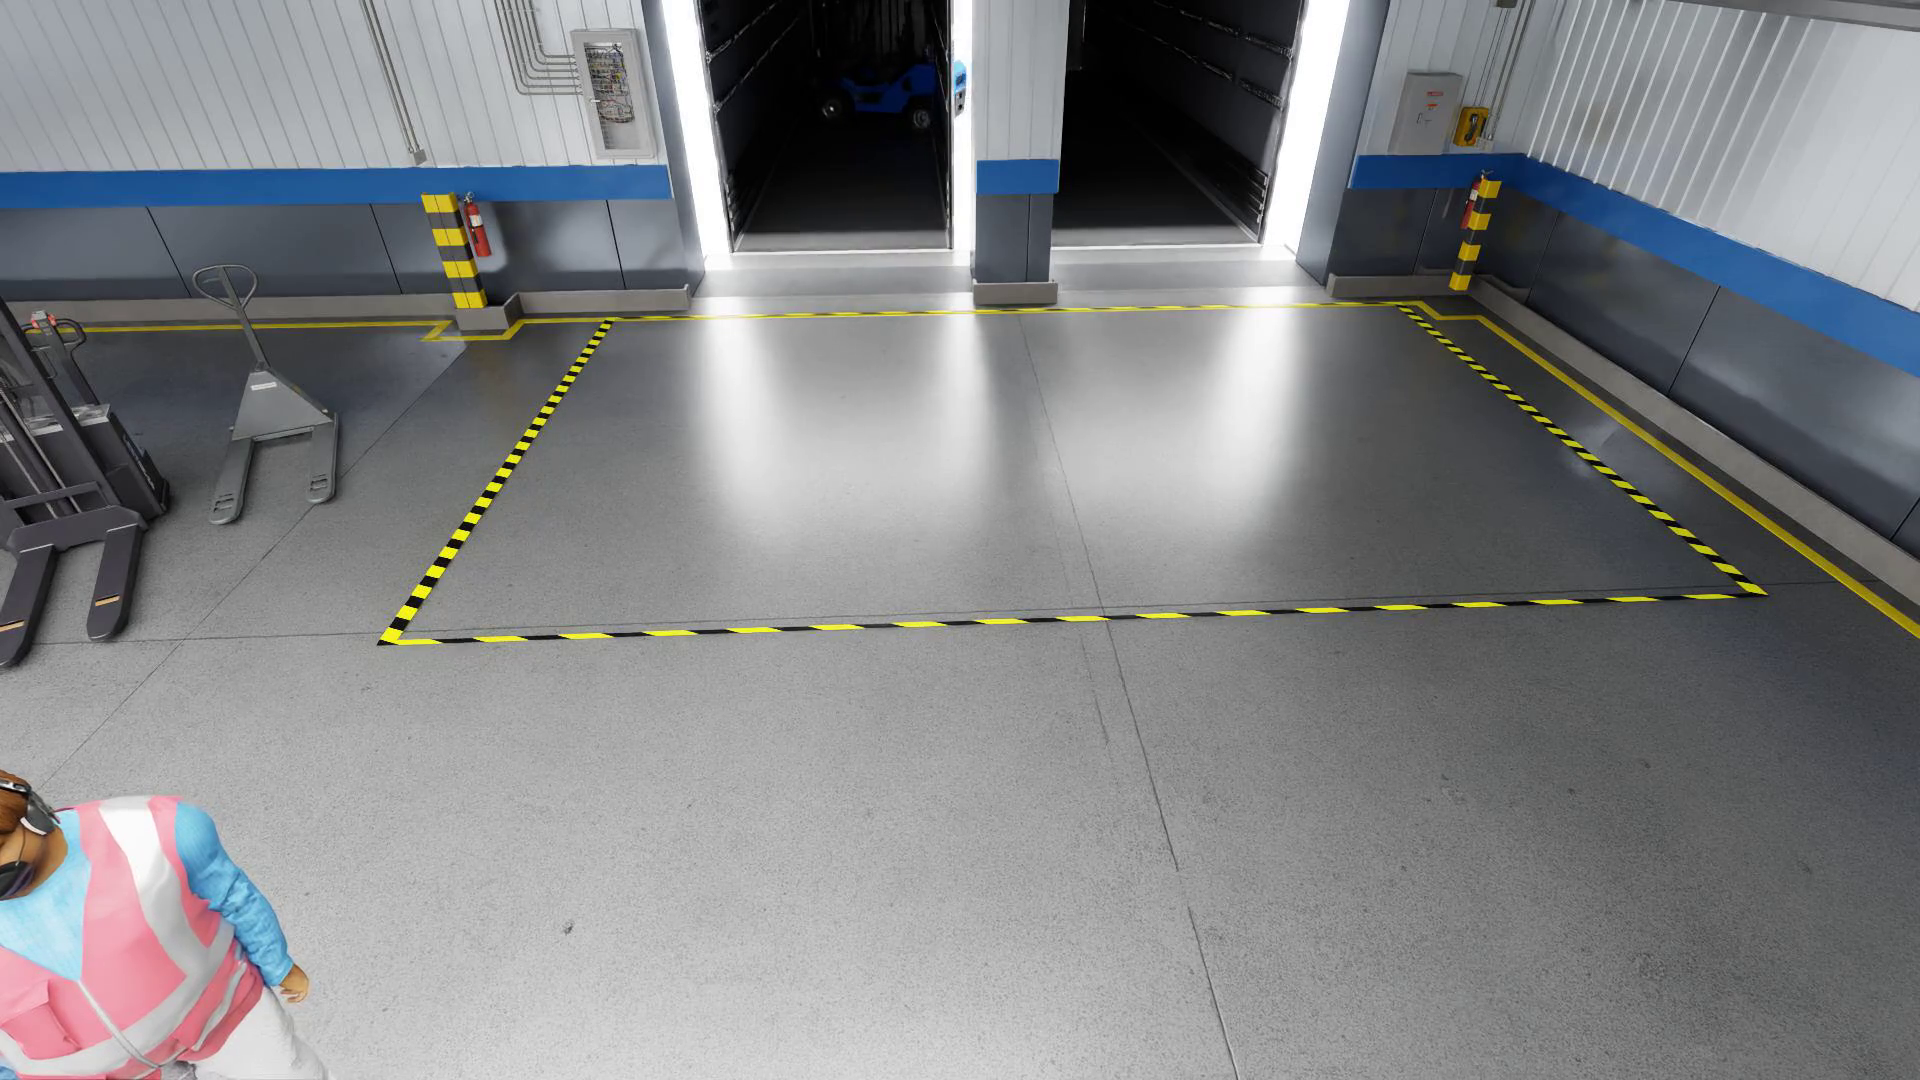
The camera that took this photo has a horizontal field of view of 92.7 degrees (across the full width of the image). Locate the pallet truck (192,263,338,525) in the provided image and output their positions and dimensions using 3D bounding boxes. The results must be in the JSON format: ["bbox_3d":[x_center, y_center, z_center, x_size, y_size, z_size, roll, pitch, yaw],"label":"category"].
[{"bbox_3d":[-4.778,-1.027,6.128,0.680,1.201,1.601,-17,38,-23],"label":"pallet truck"}]

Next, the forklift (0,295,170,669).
[{"bbox_3d":[-5.212,-0.618,4.878,0.823,1.965,1.885,-20,39,-26],"label":"forklift"}]

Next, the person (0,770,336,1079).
[{"bbox_3d":[-2.036,1.244,2.337,0.621,1.844,0.429,-29,44,-35],"label":"person"}]

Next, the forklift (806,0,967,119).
[{"bbox_3d":[-1.262,-8.361,15.691,2.680,2.036,1.157,10,36,14],"label":"forklift"}]
